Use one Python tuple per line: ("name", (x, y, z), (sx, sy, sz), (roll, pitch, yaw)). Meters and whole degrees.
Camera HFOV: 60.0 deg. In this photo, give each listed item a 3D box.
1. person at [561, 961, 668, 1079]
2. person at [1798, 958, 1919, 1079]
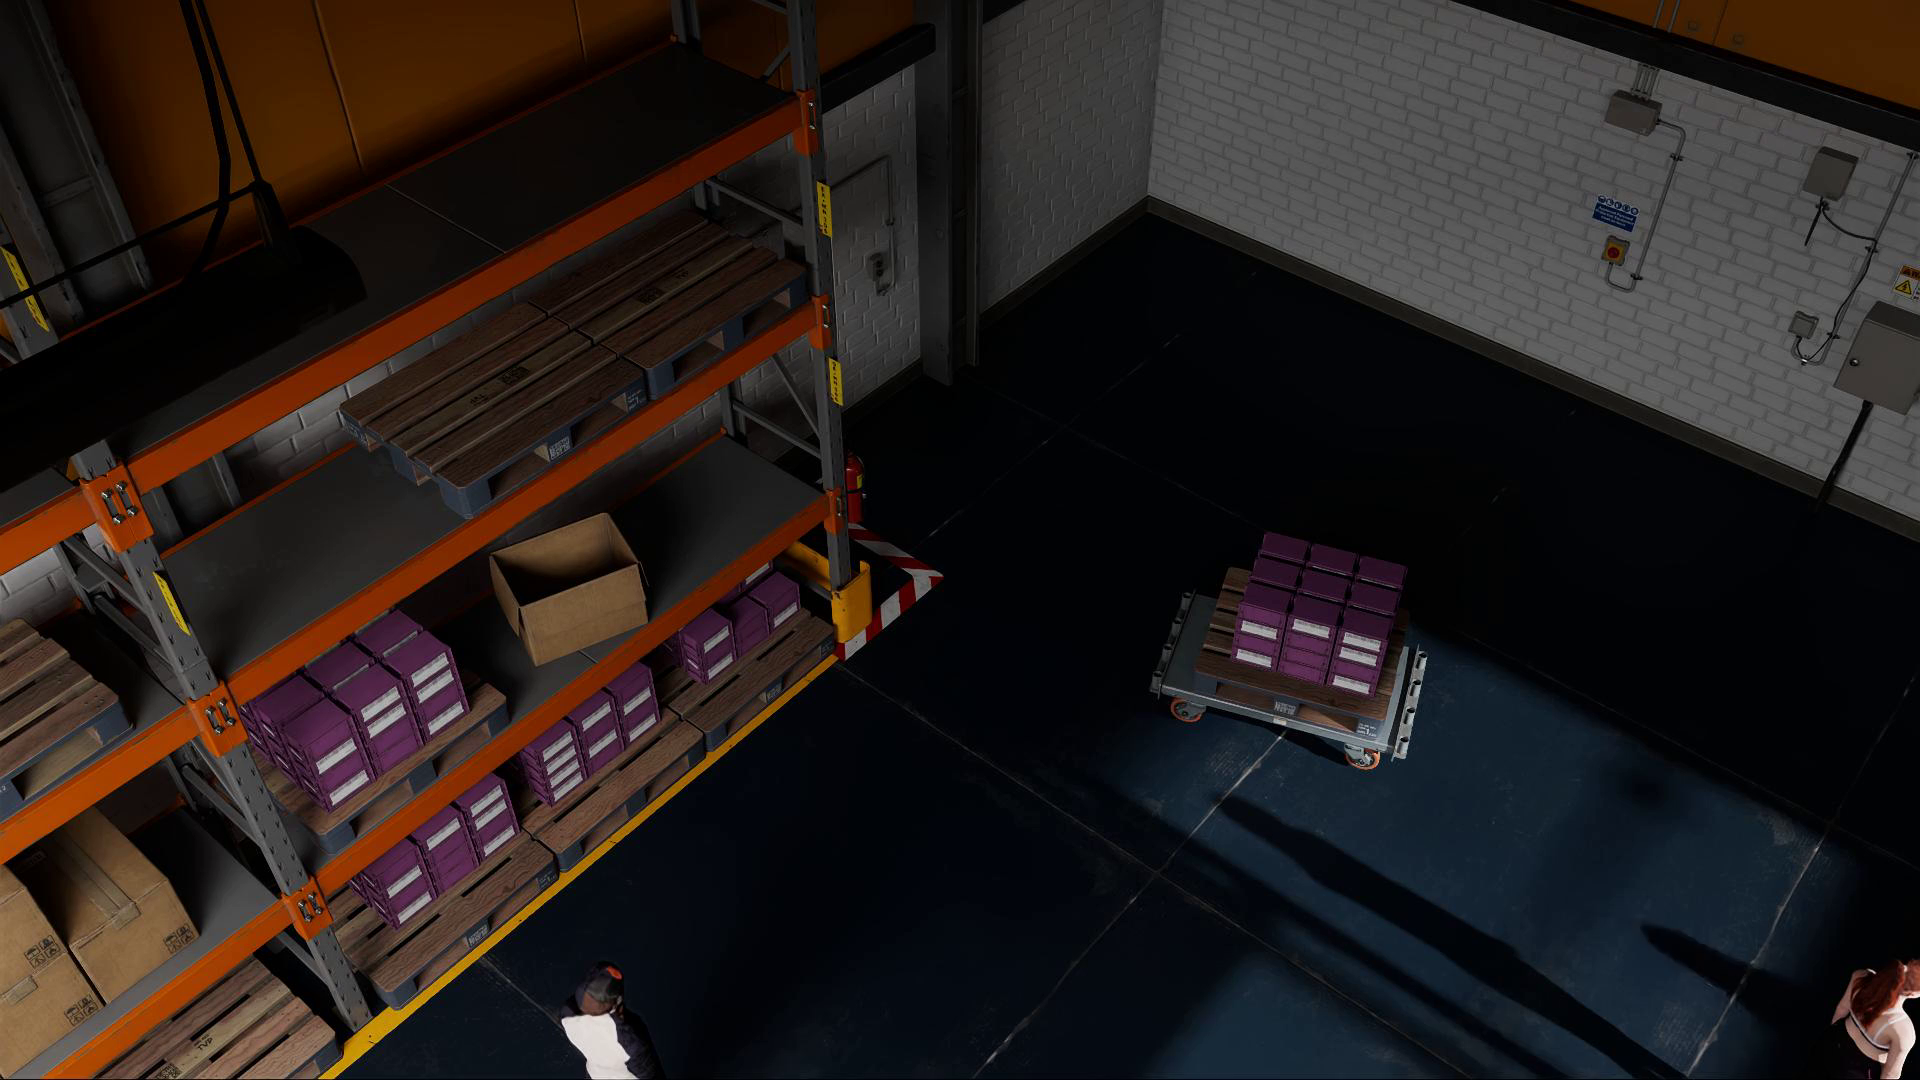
("person", (-1.615, 2.629, 8.059), (0.715, 1.893, 0.645), (22, 48, 21))
("person", (4.378, 2.581, 8.218), (0.708, 1.742, 0.669), (-8, 44, -8))
